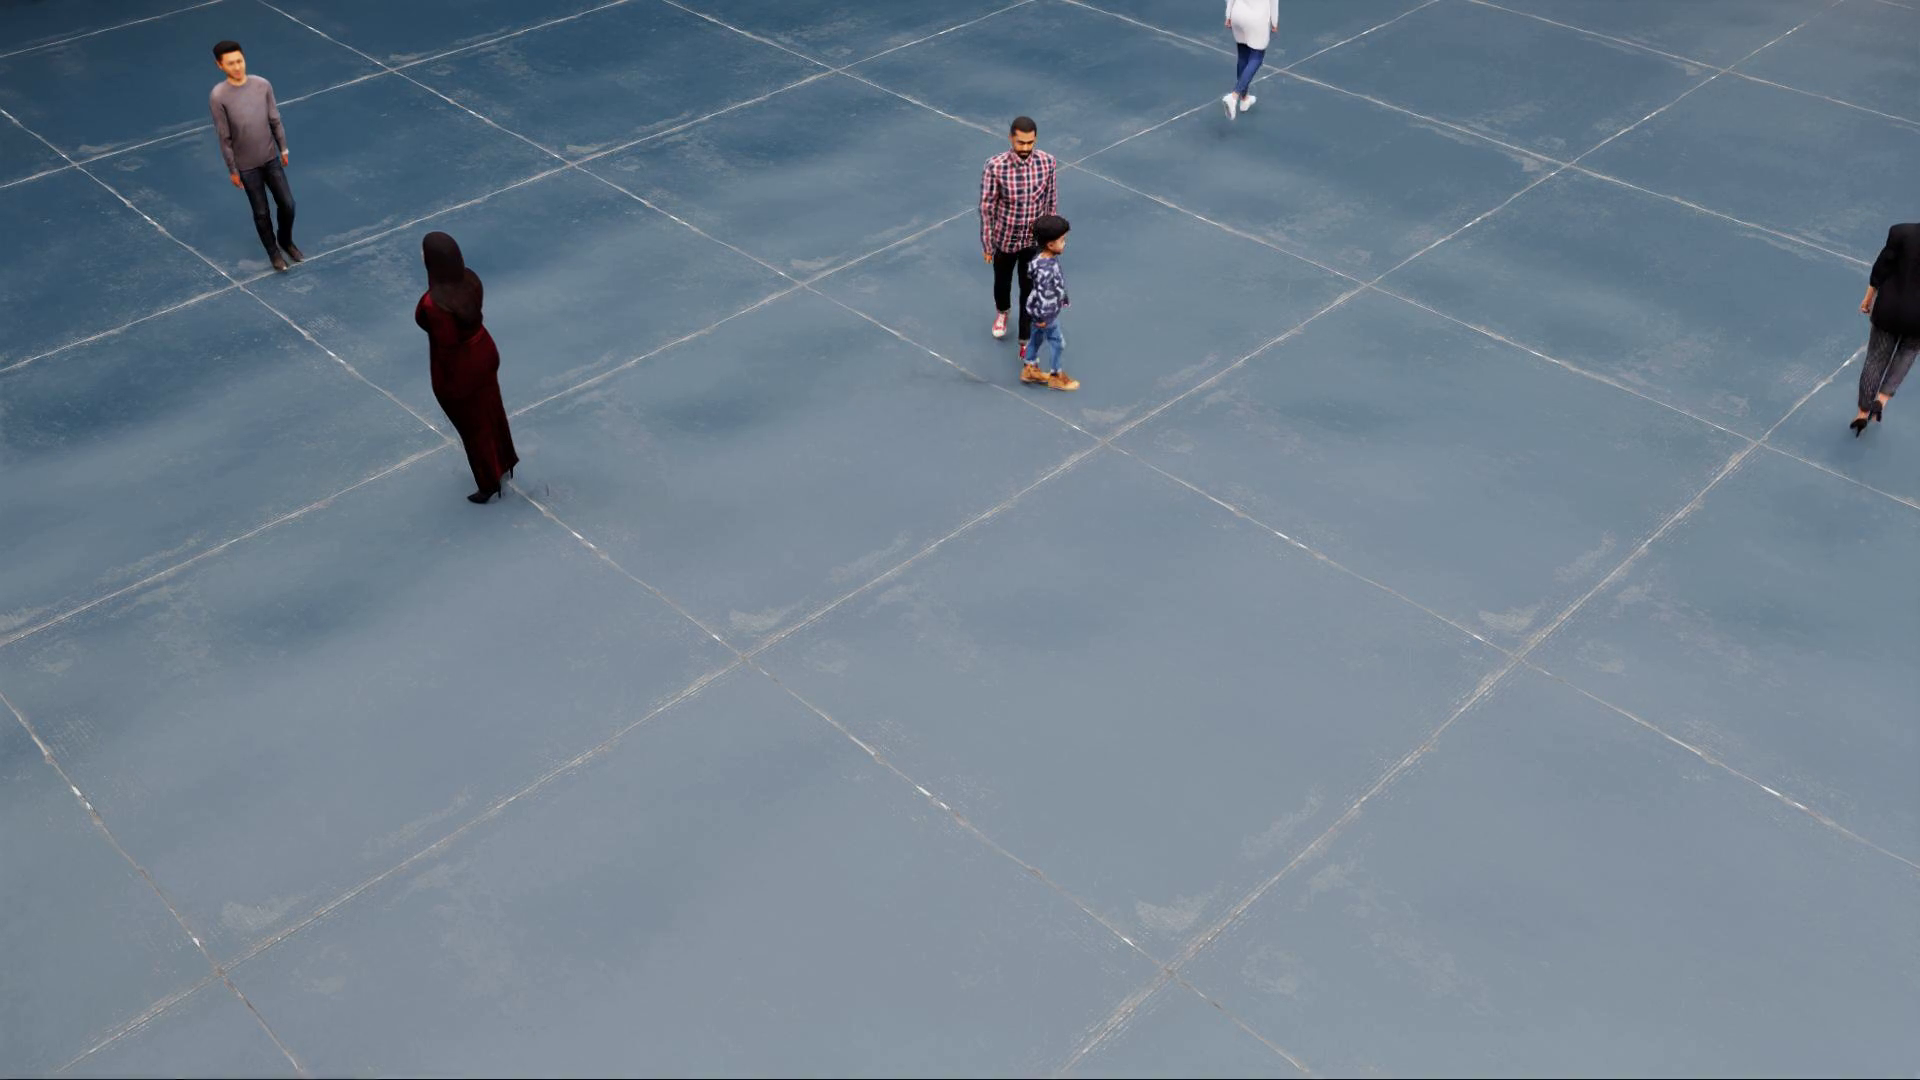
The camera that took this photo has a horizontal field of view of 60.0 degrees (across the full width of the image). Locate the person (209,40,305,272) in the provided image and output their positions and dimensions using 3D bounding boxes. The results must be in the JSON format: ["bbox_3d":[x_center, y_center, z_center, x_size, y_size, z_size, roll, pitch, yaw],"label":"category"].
[{"bbox_3d":[-5.209,-2.825,12.232,0.735,1.755,0.556,12,39,15],"label":"person"}]

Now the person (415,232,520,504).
[{"bbox_3d":[-2.918,-1.024,9.861,0.829,1.757,0.738,6,38,8],"label":"person"}]

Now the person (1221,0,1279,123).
[{"bbox_3d":[2.504,-4.494,14.423,0.763,1.760,1.040,20,42,24],"label":"person"}]

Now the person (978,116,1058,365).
[{"bbox_3d":[0.390,-2.097,11.301,1.170,1.723,1.180,-3,37,-4],"label":"person"}]

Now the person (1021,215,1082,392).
[{"bbox_3d":[0.509,-1.570,11.003,0.723,1.243,0.675,5,37,6],"label":"person"}]

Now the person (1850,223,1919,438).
[{"bbox_3d":[5.887,-1.374,10.366,0.744,1.703,0.724,17,40,21],"label":"person"}]
